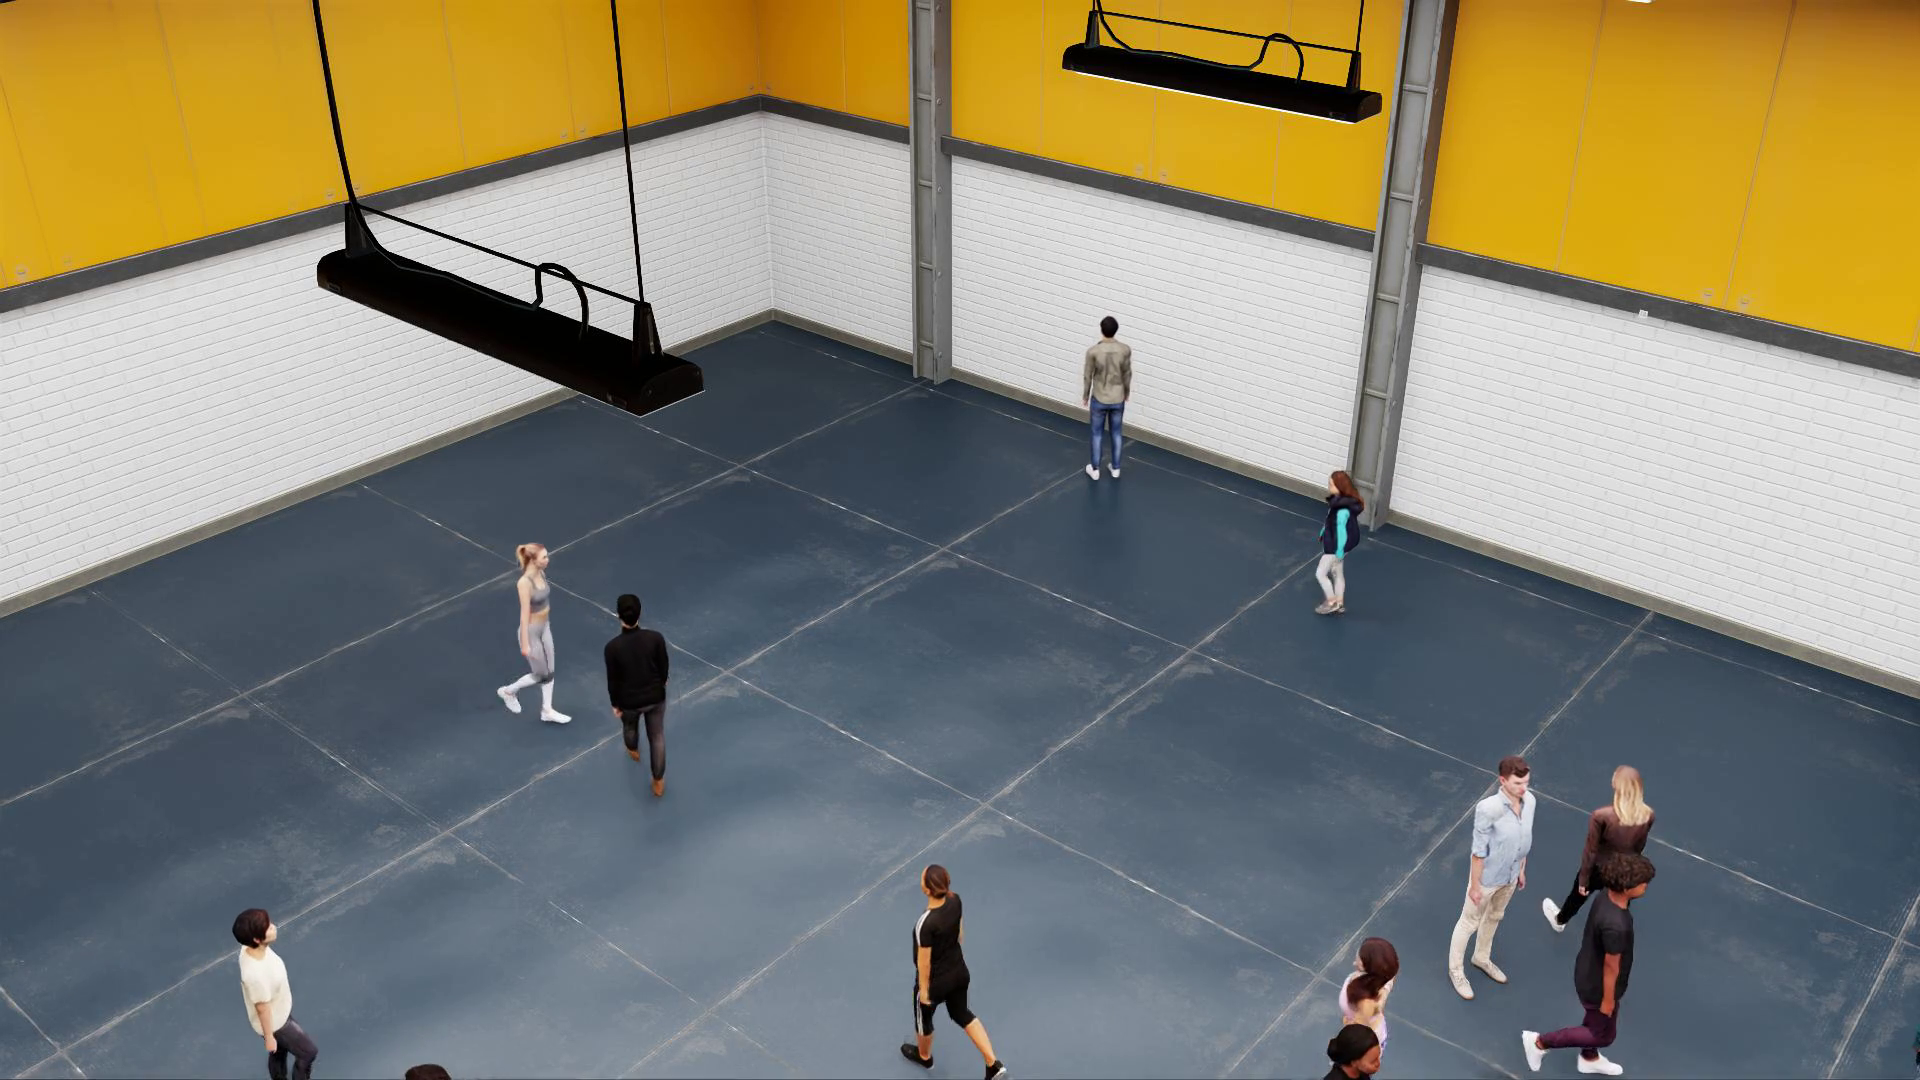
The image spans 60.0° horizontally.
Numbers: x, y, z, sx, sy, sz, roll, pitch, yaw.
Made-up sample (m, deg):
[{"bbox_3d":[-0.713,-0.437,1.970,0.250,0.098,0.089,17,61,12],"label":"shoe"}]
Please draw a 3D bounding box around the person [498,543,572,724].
[{"bbox_3d":[-3.632,0.792,13.938,0.955,1.681,0.824,8,30,14],"label":"person"}]

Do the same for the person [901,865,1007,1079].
[{"bbox_3d":[-0.050,2.757,10.376,0.988,1.643,0.573,22,35,34],"label":"person"}]

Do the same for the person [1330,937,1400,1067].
[{"bbox_3d":[2.399,3.007,9.799,0.637,1.757,0.734,20,35,33],"label":"person"}]

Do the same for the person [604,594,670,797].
[{"bbox_3d":[-2.492,1.244,13.101,1.001,1.689,1.146,-8,30,-15],"label":"person"}]

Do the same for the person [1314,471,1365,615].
[{"bbox_3d":[3.598,0.037,15.525,0.718,1.487,0.673,7,29,12],"label":"person"}]

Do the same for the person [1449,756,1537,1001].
[{"bbox_3d":[3.582,2.220,11.147,0.724,1.847,0.694,-14,32,-24],"label":"person"}]

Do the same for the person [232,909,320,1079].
[{"bbox_3d":[-4.255,2.928,10.132,0.757,1.577,0.647,-12,31,-21],"label":"person"}]

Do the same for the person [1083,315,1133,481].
[{"bbox_3d":[1.594,-1.533,18.009,0.790,1.864,0.826,-5,29,-9],"label":"person"}]

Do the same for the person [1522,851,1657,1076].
[{"bbox_3d":[3.939,2.687,10.374,0.996,1.768,0.835,8,30,14],"label":"person"}]

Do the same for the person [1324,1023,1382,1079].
[{"bbox_3d":[2.026,3.327,9.336,1.002,1.639,0.632,23,36,36],"label":"person"}]

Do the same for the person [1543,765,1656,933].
[{"bbox_3d":[4.401,2.318,11.171,1.088,1.652,1.133,-2,29,-4],"label":"person"}]
